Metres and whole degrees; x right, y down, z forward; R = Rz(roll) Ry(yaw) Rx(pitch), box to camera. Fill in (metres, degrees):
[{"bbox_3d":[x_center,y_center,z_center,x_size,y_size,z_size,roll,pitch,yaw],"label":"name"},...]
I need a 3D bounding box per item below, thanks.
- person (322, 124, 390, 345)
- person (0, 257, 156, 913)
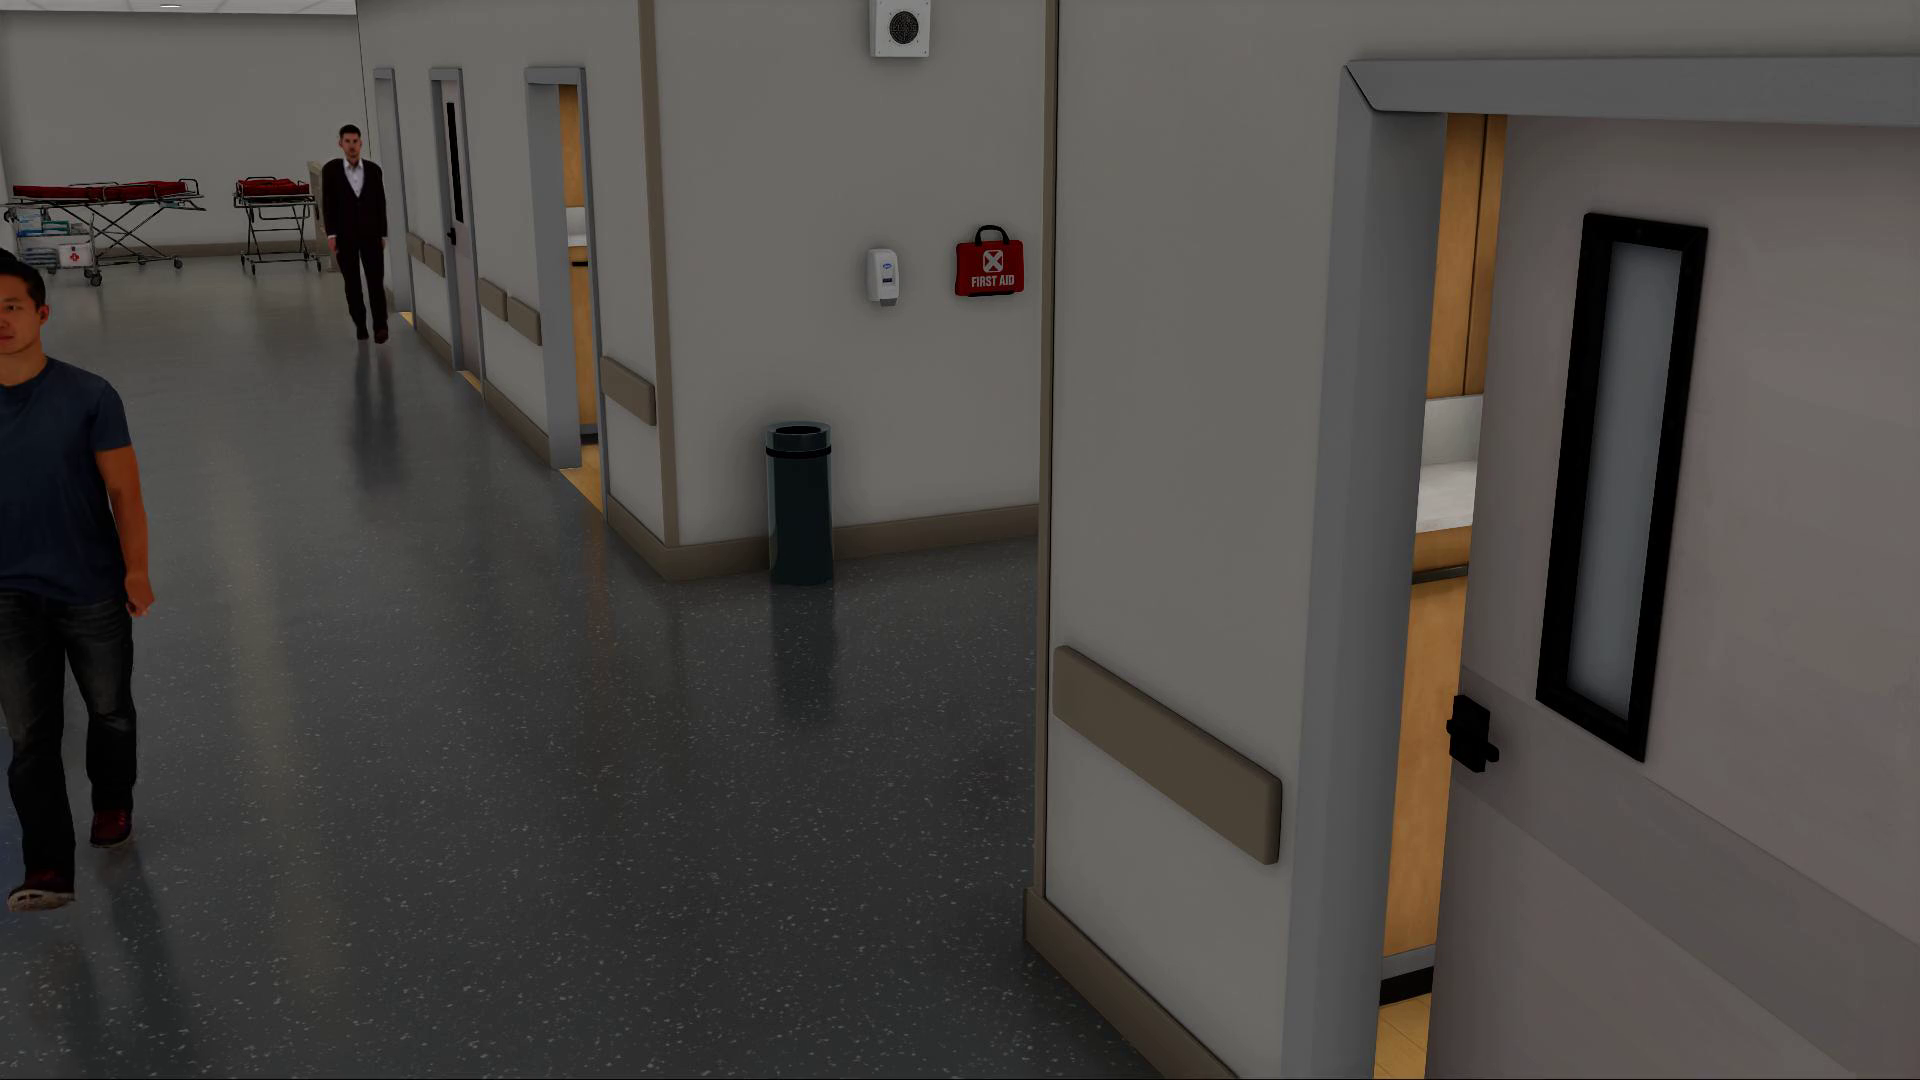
[{"bbox_3d":[-5.173,-2.585,14.236,0.681,1.818,1.174,-7,17,-22],"label":"person"},{"bbox_3d":[-2.572,0.106,4.774,0.749,1.773,1.122,-6,17,-19],"label":"person"}]
